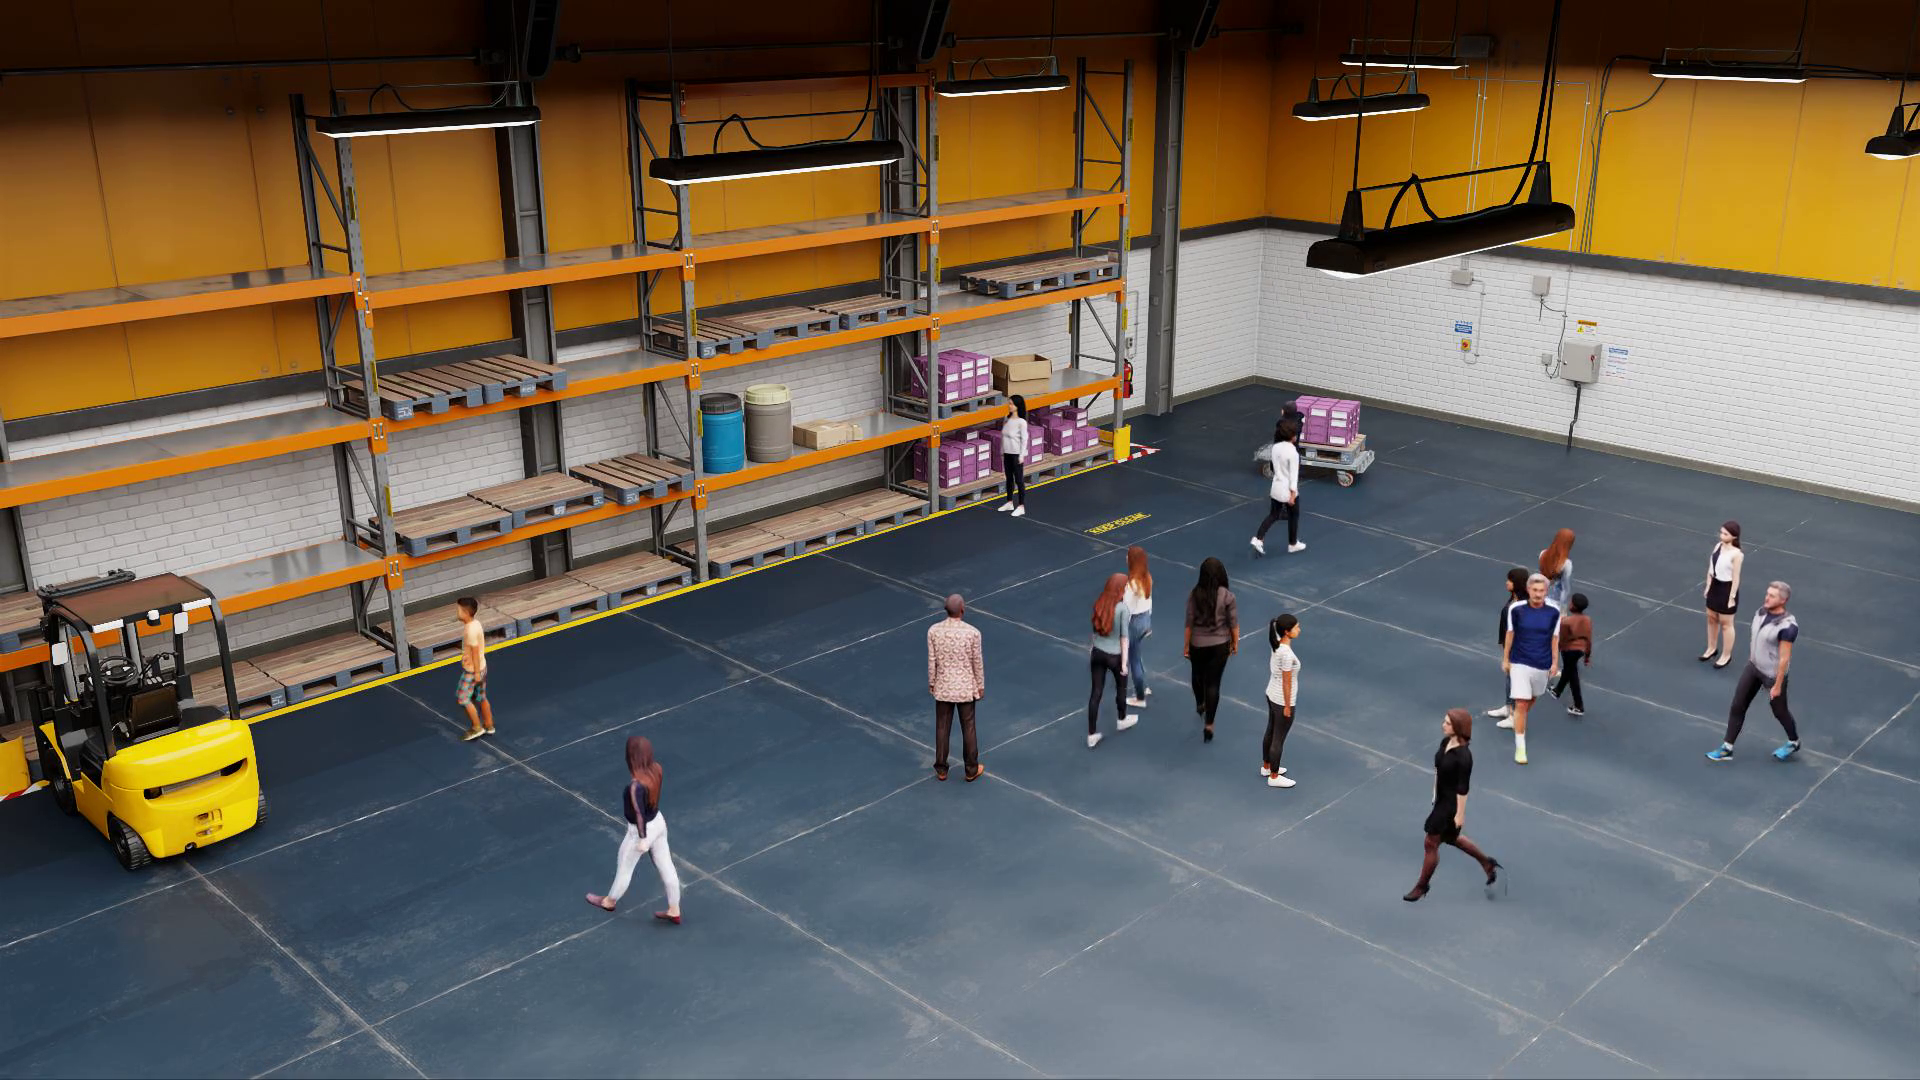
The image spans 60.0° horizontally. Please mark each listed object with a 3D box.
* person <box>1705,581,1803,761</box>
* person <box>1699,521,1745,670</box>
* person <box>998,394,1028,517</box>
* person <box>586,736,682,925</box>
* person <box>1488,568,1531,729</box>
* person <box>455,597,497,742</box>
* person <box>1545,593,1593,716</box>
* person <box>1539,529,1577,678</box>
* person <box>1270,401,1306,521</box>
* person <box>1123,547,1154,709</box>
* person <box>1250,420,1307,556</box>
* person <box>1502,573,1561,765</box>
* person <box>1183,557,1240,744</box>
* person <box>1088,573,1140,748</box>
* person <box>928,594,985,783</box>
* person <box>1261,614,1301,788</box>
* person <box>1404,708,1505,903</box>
[{"bbox_3d":[7.670,1.269,15.627,1.294,1.786,1.090,-5,19,-13],"label":"person"},{"bbox_3d":[8.219,0.579,17.898,0.665,1.644,0.637,-6,19,-16],"label":"person"},{"bbox_3d":[0.761,-1.190,23.063,0.575,1.700,0.634,-15,23,-37],"label":"person"},{"bbox_3d":[-2.381,2.292,12.934,0.968,1.565,1.059,6,19,17],"label":"person"},{"bbox_3d":[5.512,1.052,16.490,0.711,1.645,0.654,0,19,-1],"label":"person"},{"bbox_3d":[-4.670,1.246,16.221,0.697,1.451,0.652,-5,19,-15],"label":"person"},{"bbox_3d":[6.221,1.171,16.799,0.922,1.223,0.817,-7,20,-20],"label":"person"},{"bbox_3d":[6.131,0.709,17.457,0.730,1.679,0.743,-13,23,-34],"label":"person"},{"bbox_3d":[4.502,-1.108,22.860,0.828,1.674,0.721,8,20,22],"label":"person"},{"bbox_3d":[1.865,0.901,16.831,0.679,1.714,0.549,14,23,36],"label":"person"},{"bbox_3d":[4.094,-0.652,21.330,1.132,1.786,0.776,-11,22,-30],"label":"person"},{"bbox_3d":[5.451,1.160,15.930,1.099,1.798,1.238,2,19,7],"label":"person"},{"bbox_3d":[2.393,1.100,16.093,0.947,1.808,1.111,6,19,16],"label":"person"},{"bbox_3d":[1.393,1.182,16.004,0.740,1.709,0.976,15,24,38],"label":"person"},{"bbox_3d":[-0.039,1.358,15.325,0.773,1.808,0.791,3,19,10],"label":"person"},{"bbox_3d":[2.952,1.453,15.299,0.694,1.646,0.641,-1,19,-3],"label":"person"},{"bbox_3d":[3.977,2.129,13.244,1.106,1.676,1.002,-2,19,-5],"label":"person"}]
